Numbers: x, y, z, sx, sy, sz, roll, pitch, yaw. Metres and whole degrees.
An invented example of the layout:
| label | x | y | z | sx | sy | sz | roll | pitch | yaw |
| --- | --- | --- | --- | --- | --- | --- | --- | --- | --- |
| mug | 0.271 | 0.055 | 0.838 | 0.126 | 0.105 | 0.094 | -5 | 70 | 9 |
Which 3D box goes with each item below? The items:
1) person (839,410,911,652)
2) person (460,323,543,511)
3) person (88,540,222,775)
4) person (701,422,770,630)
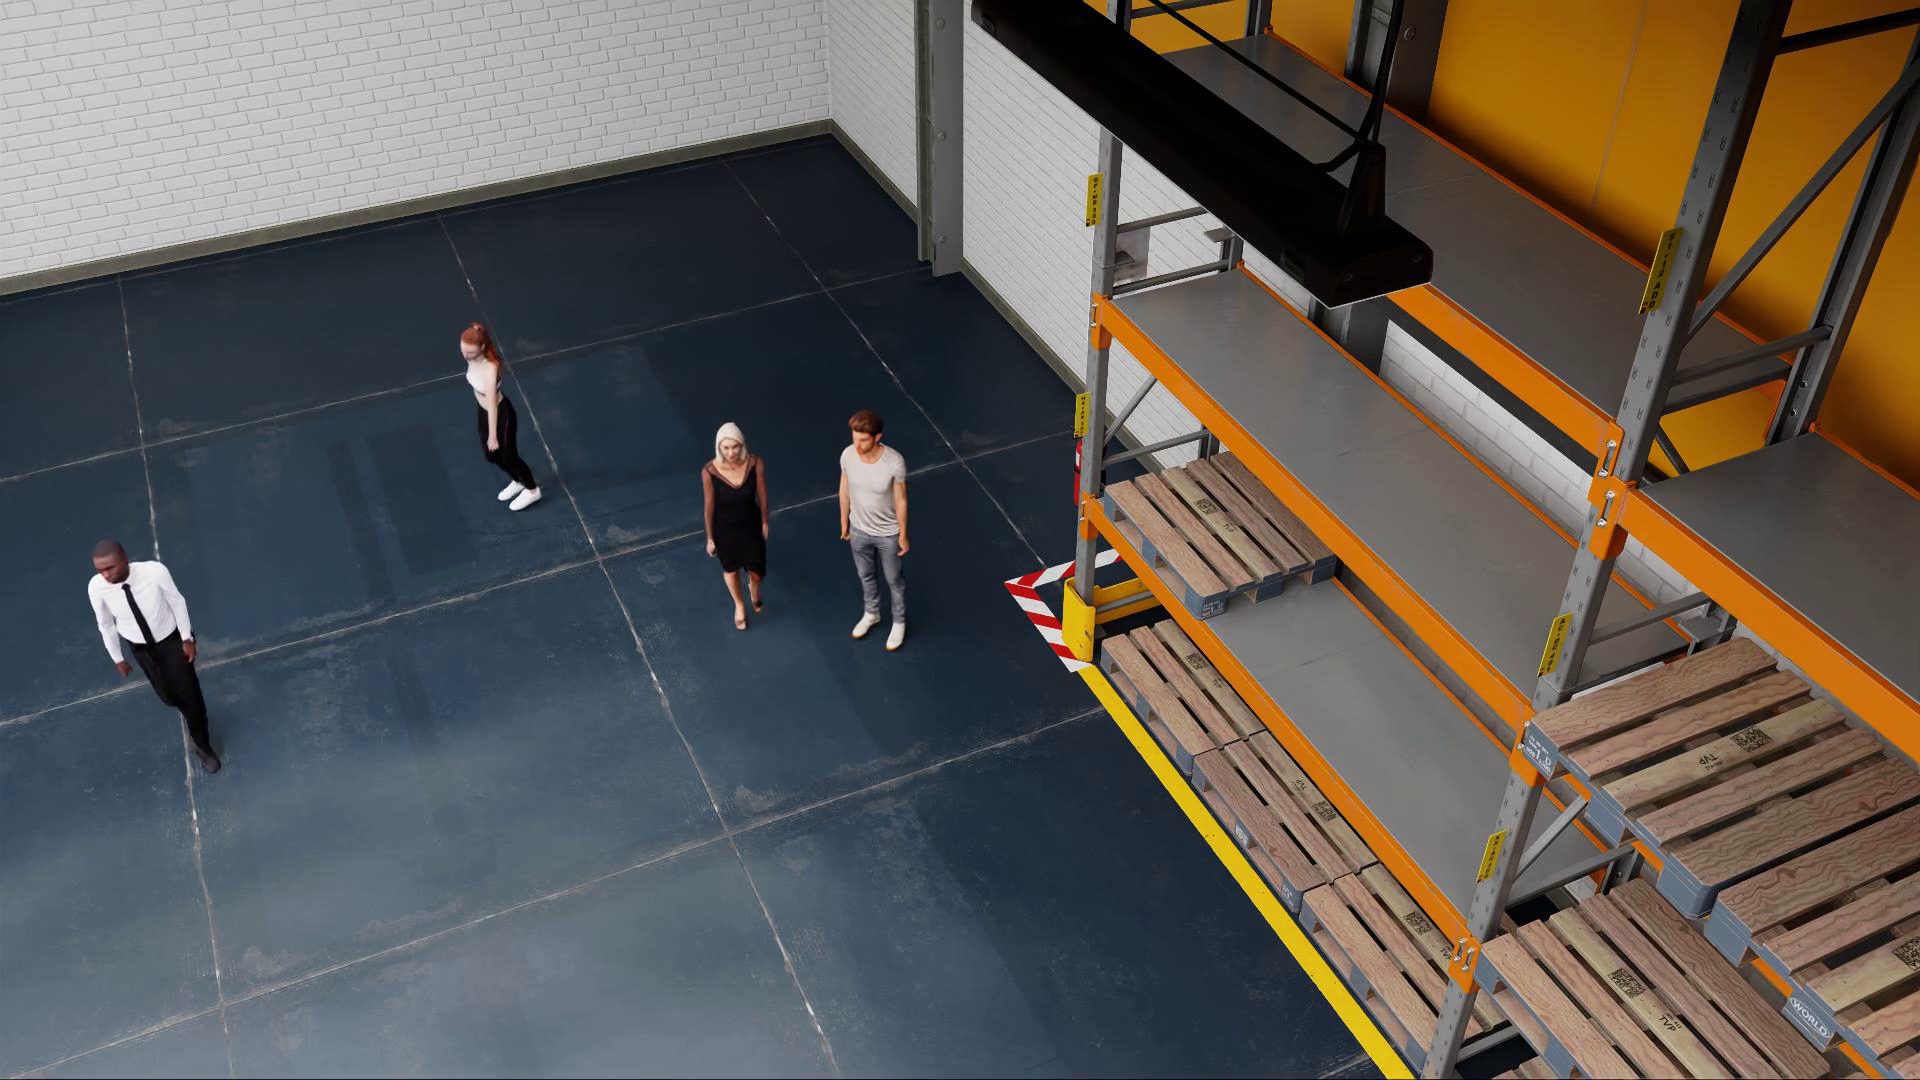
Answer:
| label | x | y | z | sx | sy | sz | roll | pitch | yaw |
| --- | --- | --- | --- | --- | --- | --- | --- | --- | --- |
| person | -0.559 | -0.100 | 11.277 | 0.745 | 1.887 | 0.809 | 13 | 41 | 16 |
| person | -3.418 | -0.929 | 12.454 | 0.727 | 1.715 | 0.631 | -15 | 41 | -18 |
| person | -5.023 | 0.608 | 10.457 | 0.725 | 1.805 | 0.859 | -13 | 40 | -16 |
| person | -1.541 | -0.132 | 11.442 | 0.675 | 1.733 | 0.714 | -6 | 39 | -8 |
